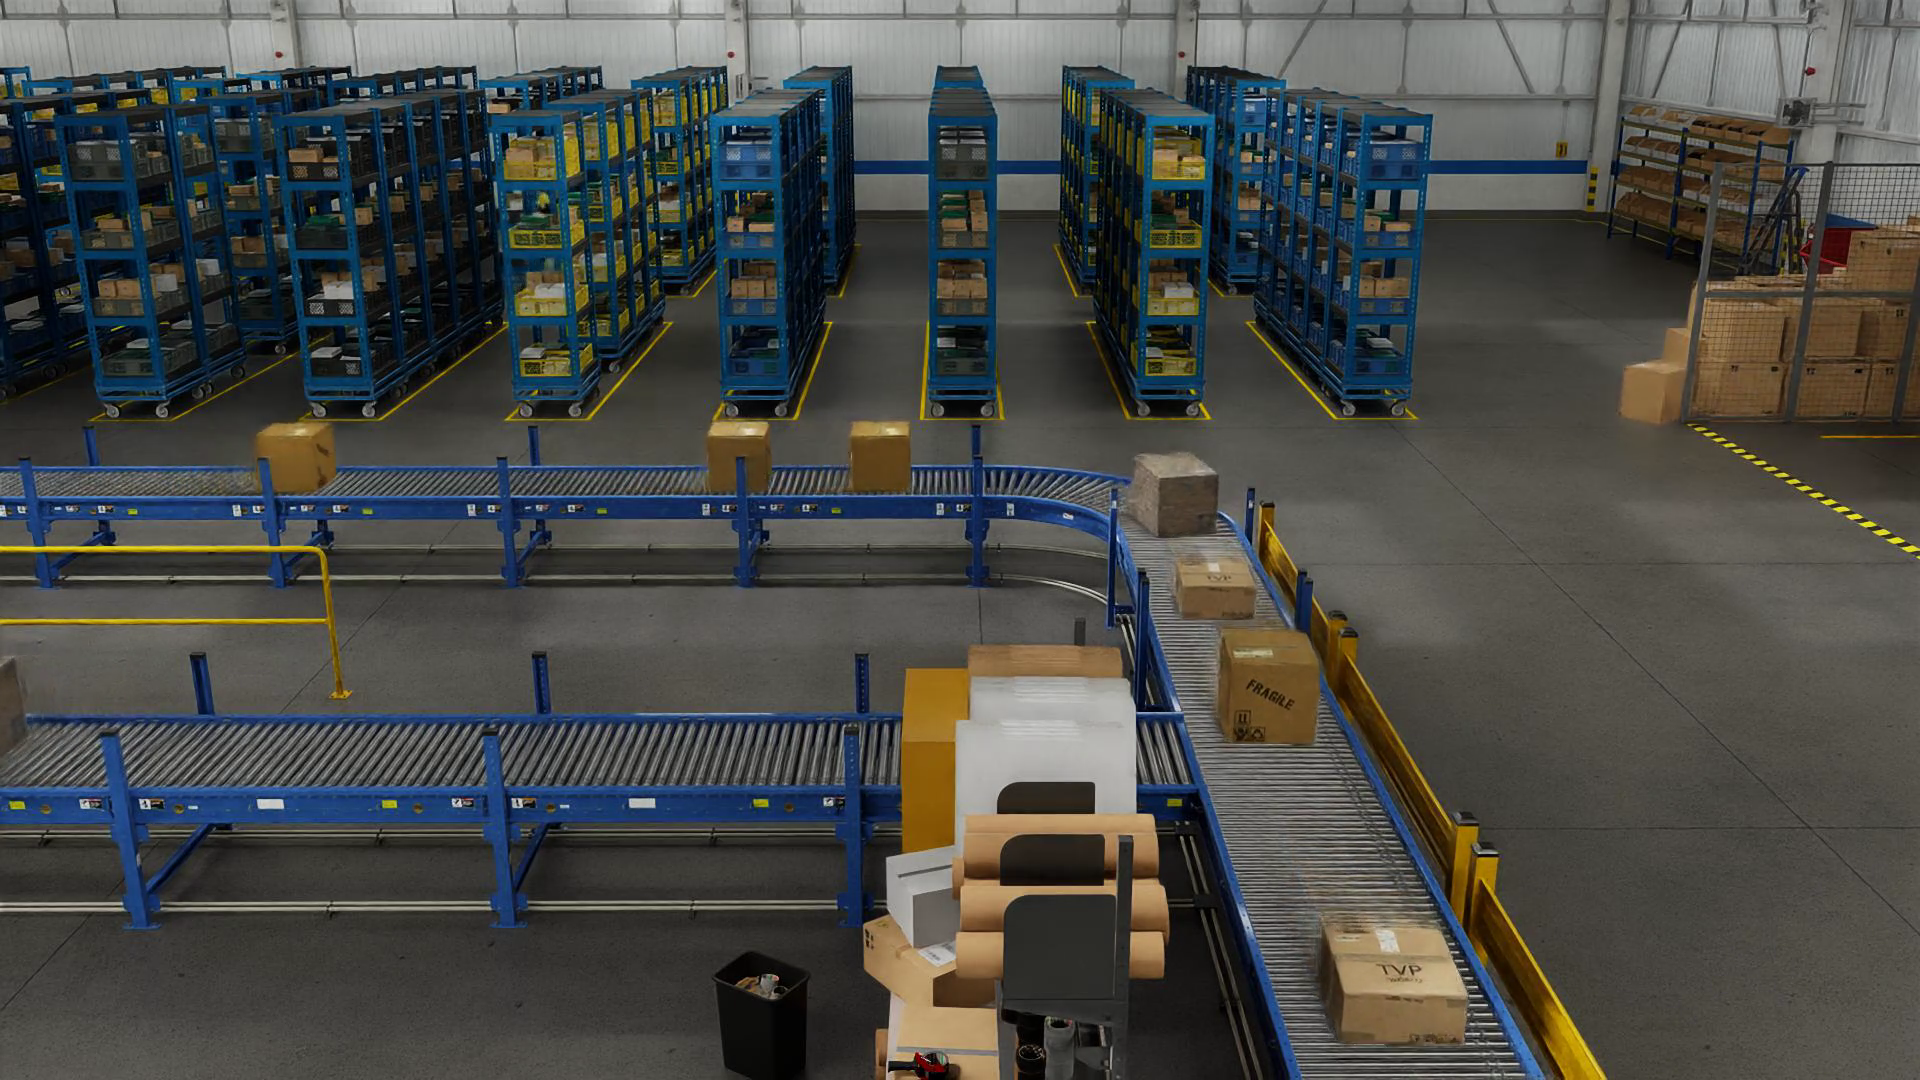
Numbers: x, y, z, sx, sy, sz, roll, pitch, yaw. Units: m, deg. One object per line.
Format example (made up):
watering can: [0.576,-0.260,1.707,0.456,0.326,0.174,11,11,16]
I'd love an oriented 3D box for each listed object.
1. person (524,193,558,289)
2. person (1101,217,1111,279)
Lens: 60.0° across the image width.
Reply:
person: [-6.912,-4.851,27.645,0.636,1.810,0.604,-1,18,-4]
person: [2.452,-4.493,26.495,0.373,1.840,0.572,-16,24,-40]
